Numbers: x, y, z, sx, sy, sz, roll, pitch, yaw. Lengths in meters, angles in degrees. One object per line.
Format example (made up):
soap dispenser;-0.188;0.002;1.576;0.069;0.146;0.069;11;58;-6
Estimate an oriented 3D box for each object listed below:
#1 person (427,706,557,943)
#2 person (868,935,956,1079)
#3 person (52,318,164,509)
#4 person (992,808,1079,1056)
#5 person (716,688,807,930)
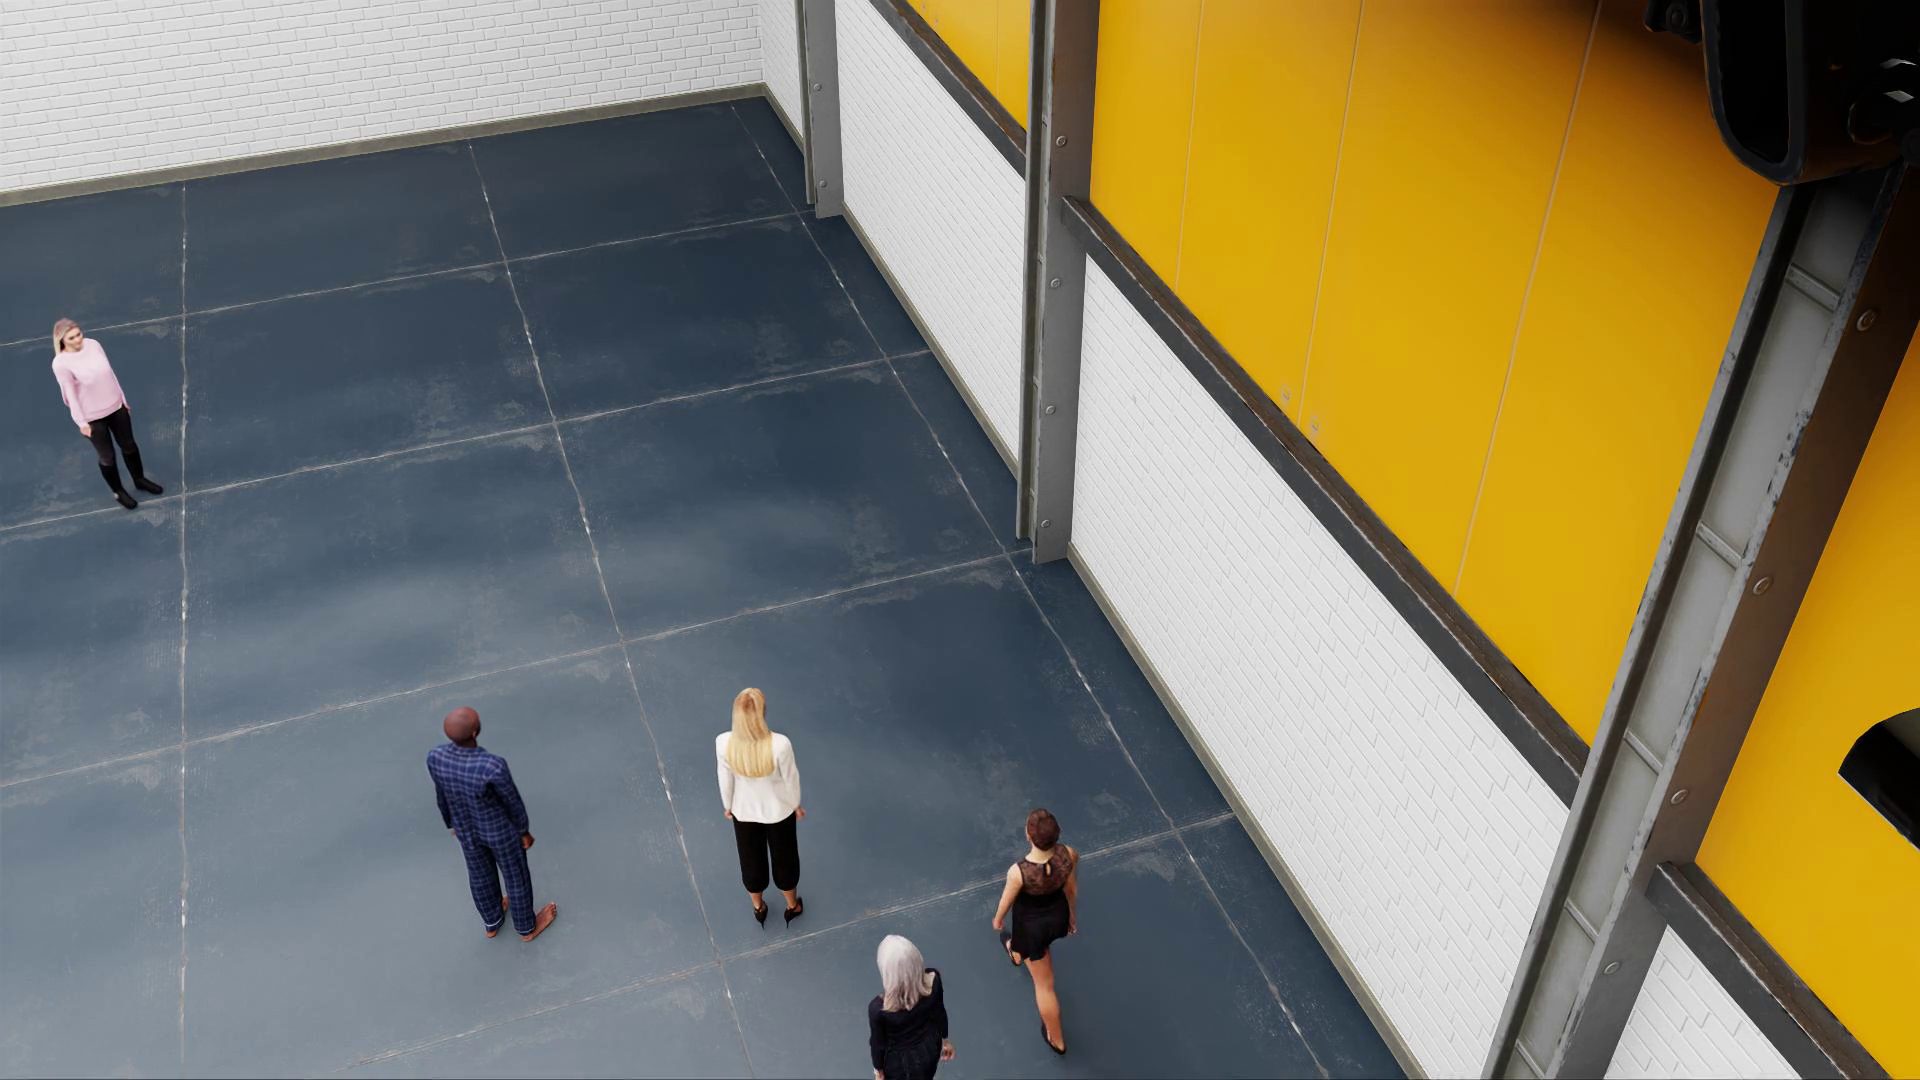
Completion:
person;-2.713;1.632;9.541;0.760;1.819;0.774;7;39;9
person;-0.190;2.671;8.327;0.846;1.710;1.171;-26;45;-28
person;-6.710;-1.011;12.960;0.749;1.682;0.692;17;42;20
person;0.463;2.150;9.051;0.656;1.622;1.119;-17;42;-20
person;-1.132;1.571;9.586;0.685;1.858;0.650;1;39;1
